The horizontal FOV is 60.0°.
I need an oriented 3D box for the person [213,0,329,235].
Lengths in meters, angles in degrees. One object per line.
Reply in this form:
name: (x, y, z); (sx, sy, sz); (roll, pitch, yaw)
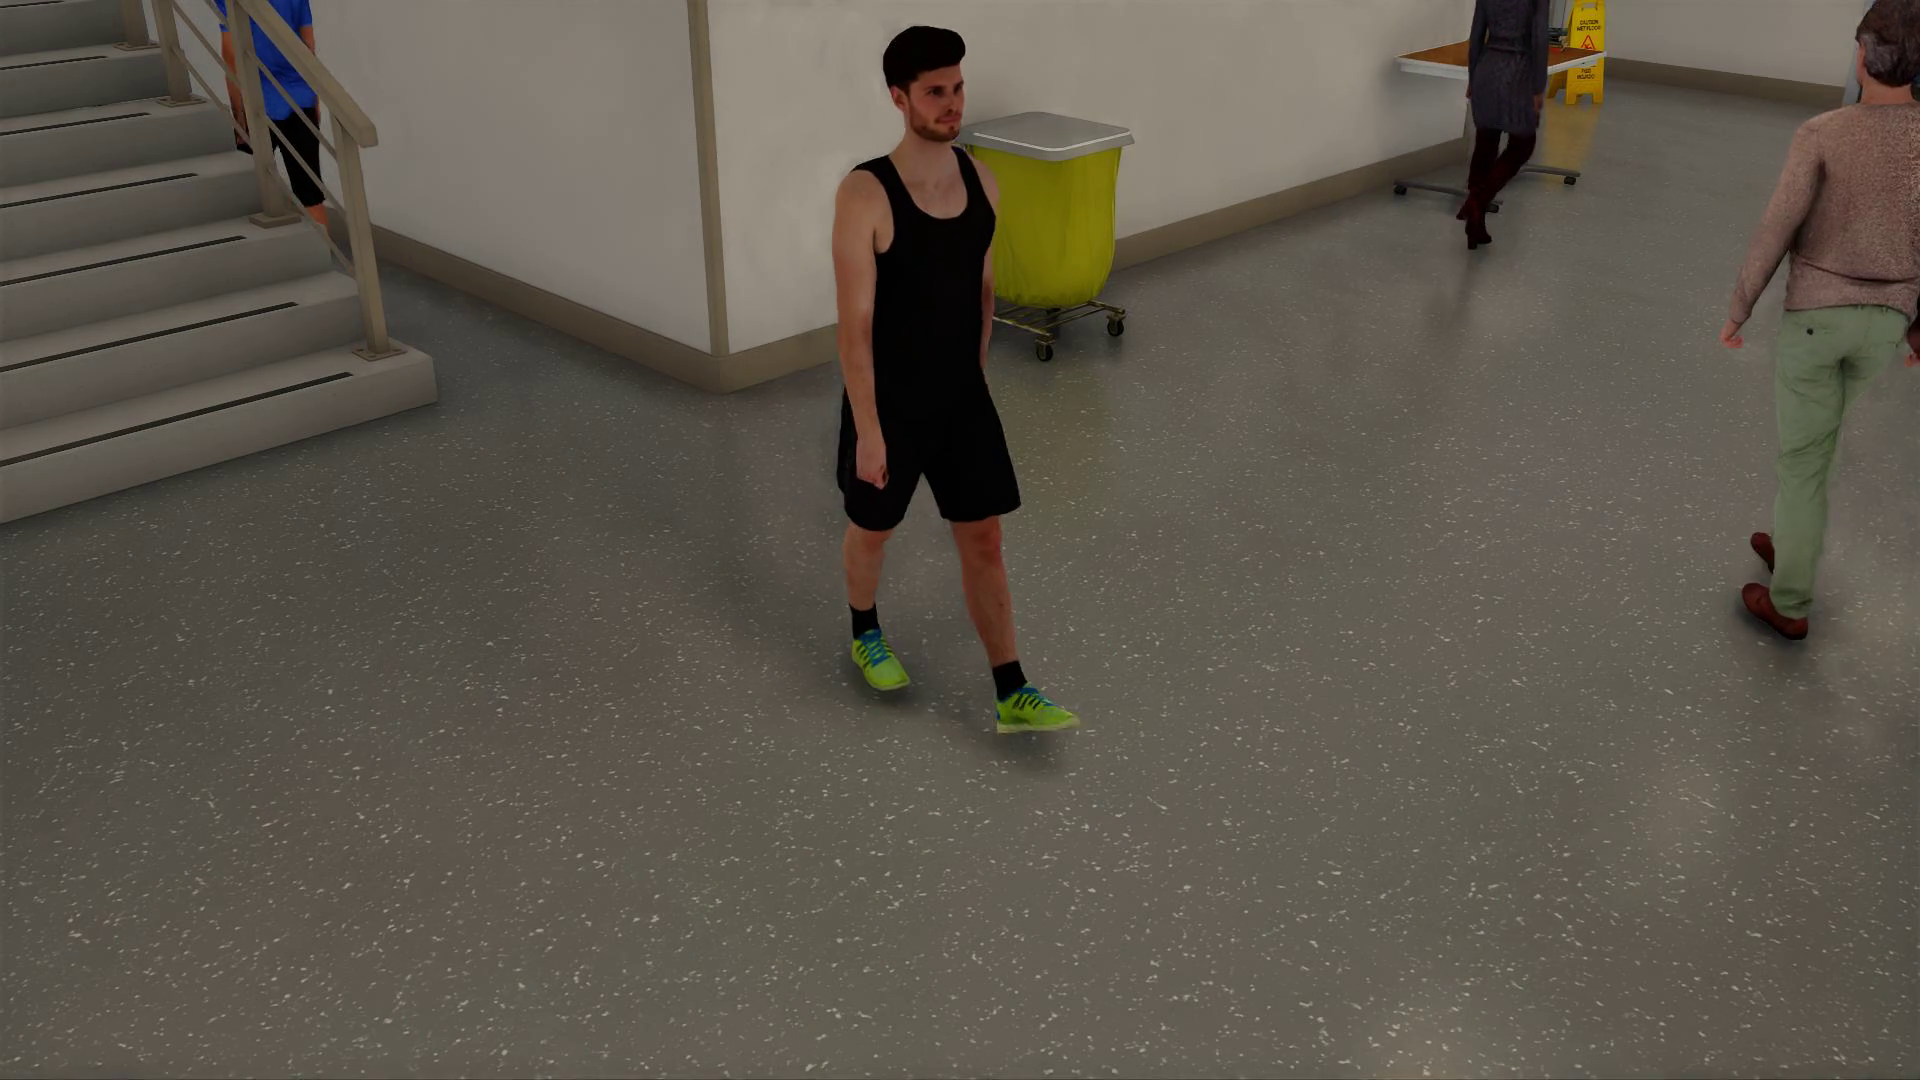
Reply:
person: (-3.137, -2.003, 7.749); (0.622, 1.861, 0.632); (21, 33, 36)

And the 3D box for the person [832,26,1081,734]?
person: (-0.164, -0.389, 4.421); (0.827, 1.845, 1.162); (-17, 31, -32)

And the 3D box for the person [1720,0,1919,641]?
person: (2.563, -0.560, 4.765); (0.978, 1.854, 1.041); (-1, 26, -1)

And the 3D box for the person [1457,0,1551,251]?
person: (2.764, -2.307, 8.569); (0.646, 1.696, 0.647); (-23, 34, -40)
